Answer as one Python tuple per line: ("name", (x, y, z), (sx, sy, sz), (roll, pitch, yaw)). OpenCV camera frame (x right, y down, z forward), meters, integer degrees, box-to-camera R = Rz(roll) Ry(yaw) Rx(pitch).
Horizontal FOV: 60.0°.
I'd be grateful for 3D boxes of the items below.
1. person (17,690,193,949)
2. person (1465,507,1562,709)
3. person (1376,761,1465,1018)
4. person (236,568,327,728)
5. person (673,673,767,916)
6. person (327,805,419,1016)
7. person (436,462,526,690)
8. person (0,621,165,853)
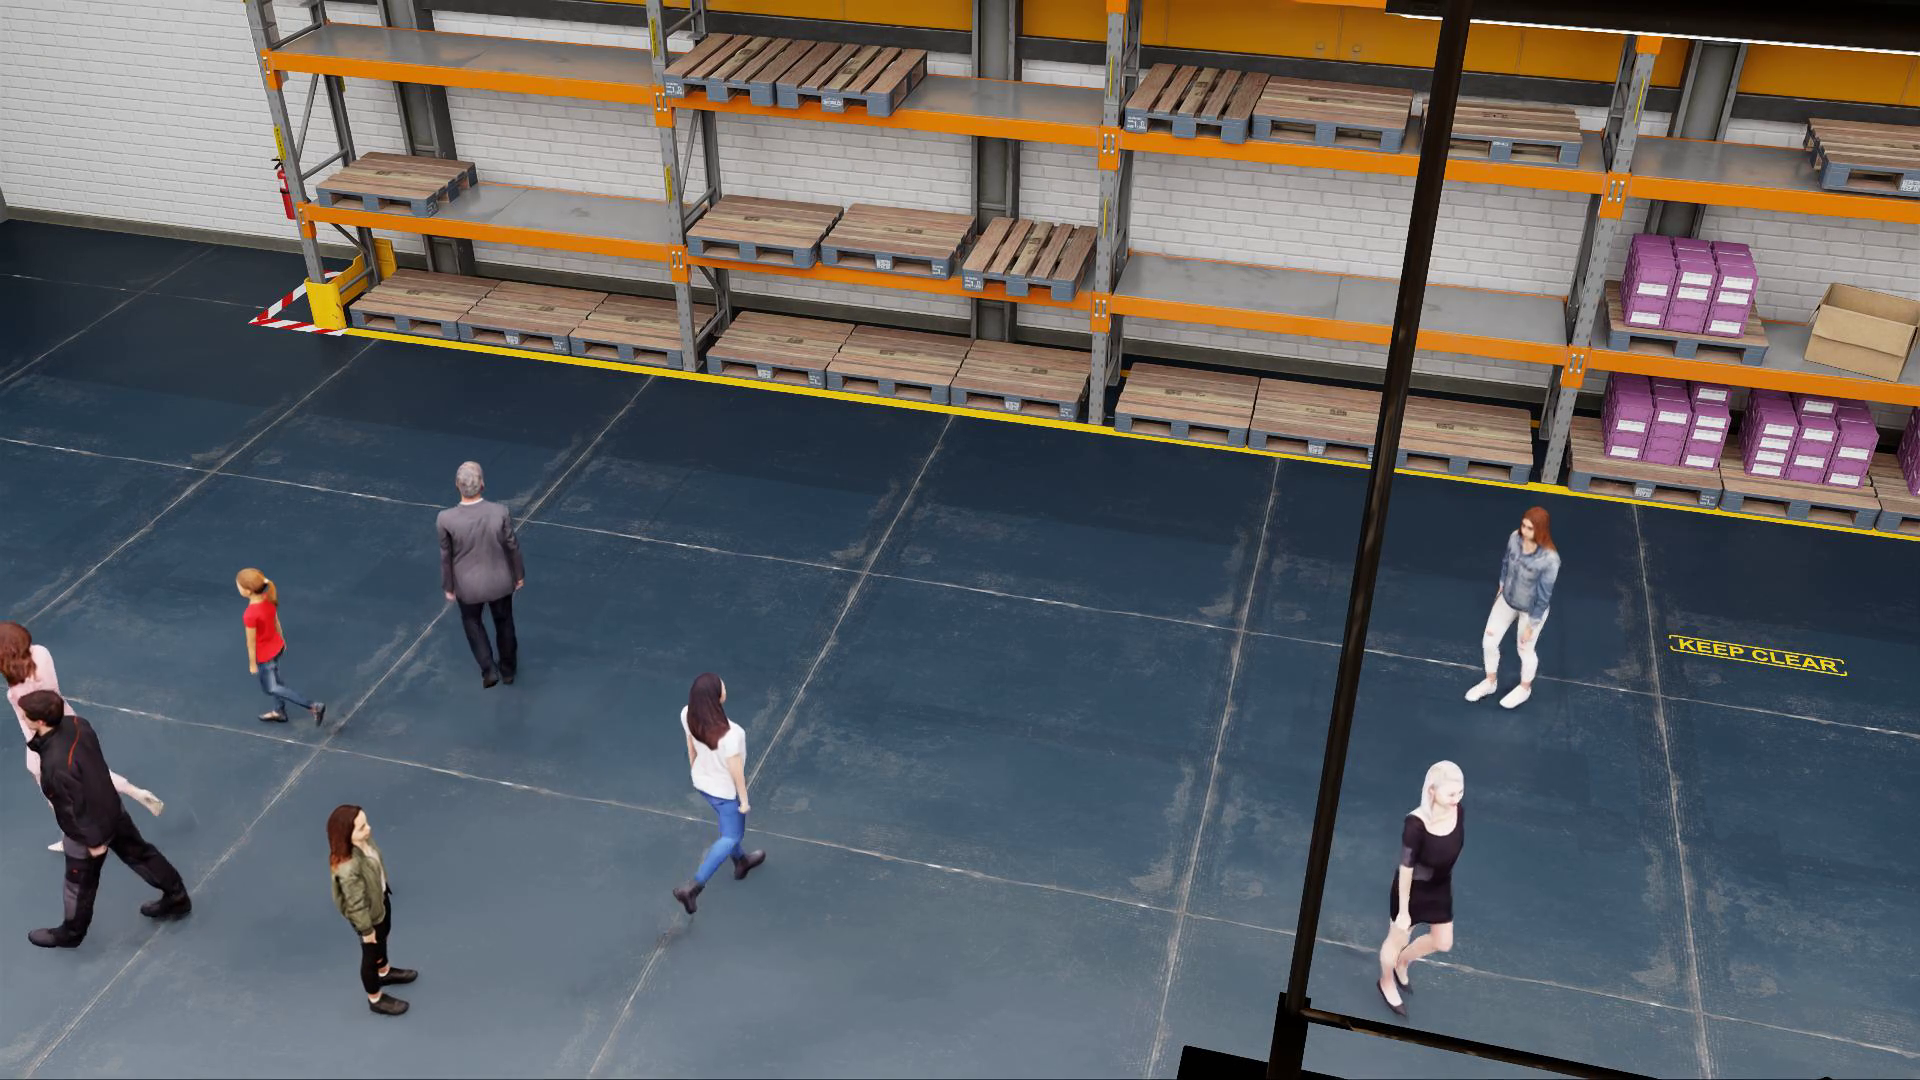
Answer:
("person", (-4.925, 1.601, 9.642), (1.231, 1.795, 1.061), (-8, 34, -12))
("person", (3.954, 0.438, 11.499), (0.899, 1.677, 0.840), (-18, 38, -25))
("person", (2.485, 1.884, 9.191), (0.720, 1.824, 0.785), (-15, 36, -21))
("person", (-4.661, 0.769, 11.346), (0.812, 1.295, 0.567), (3, 34, 4))
("person", (-1.482, 1.526, 9.873), (1.032, 1.665, 0.944), (25, 41, 32))
("person", (-3.310, 2.037, 9.276), (0.606, 1.475, 0.640), (-3, 34, -5))
("person", (-3.302, 0.314, 11.555), (0.910, 1.822, 0.981), (-11, 35, -16))
("person", (-5.492, 1.207, 10.248), (1.069, 1.780, 0.843), (-4, 34, -6))
